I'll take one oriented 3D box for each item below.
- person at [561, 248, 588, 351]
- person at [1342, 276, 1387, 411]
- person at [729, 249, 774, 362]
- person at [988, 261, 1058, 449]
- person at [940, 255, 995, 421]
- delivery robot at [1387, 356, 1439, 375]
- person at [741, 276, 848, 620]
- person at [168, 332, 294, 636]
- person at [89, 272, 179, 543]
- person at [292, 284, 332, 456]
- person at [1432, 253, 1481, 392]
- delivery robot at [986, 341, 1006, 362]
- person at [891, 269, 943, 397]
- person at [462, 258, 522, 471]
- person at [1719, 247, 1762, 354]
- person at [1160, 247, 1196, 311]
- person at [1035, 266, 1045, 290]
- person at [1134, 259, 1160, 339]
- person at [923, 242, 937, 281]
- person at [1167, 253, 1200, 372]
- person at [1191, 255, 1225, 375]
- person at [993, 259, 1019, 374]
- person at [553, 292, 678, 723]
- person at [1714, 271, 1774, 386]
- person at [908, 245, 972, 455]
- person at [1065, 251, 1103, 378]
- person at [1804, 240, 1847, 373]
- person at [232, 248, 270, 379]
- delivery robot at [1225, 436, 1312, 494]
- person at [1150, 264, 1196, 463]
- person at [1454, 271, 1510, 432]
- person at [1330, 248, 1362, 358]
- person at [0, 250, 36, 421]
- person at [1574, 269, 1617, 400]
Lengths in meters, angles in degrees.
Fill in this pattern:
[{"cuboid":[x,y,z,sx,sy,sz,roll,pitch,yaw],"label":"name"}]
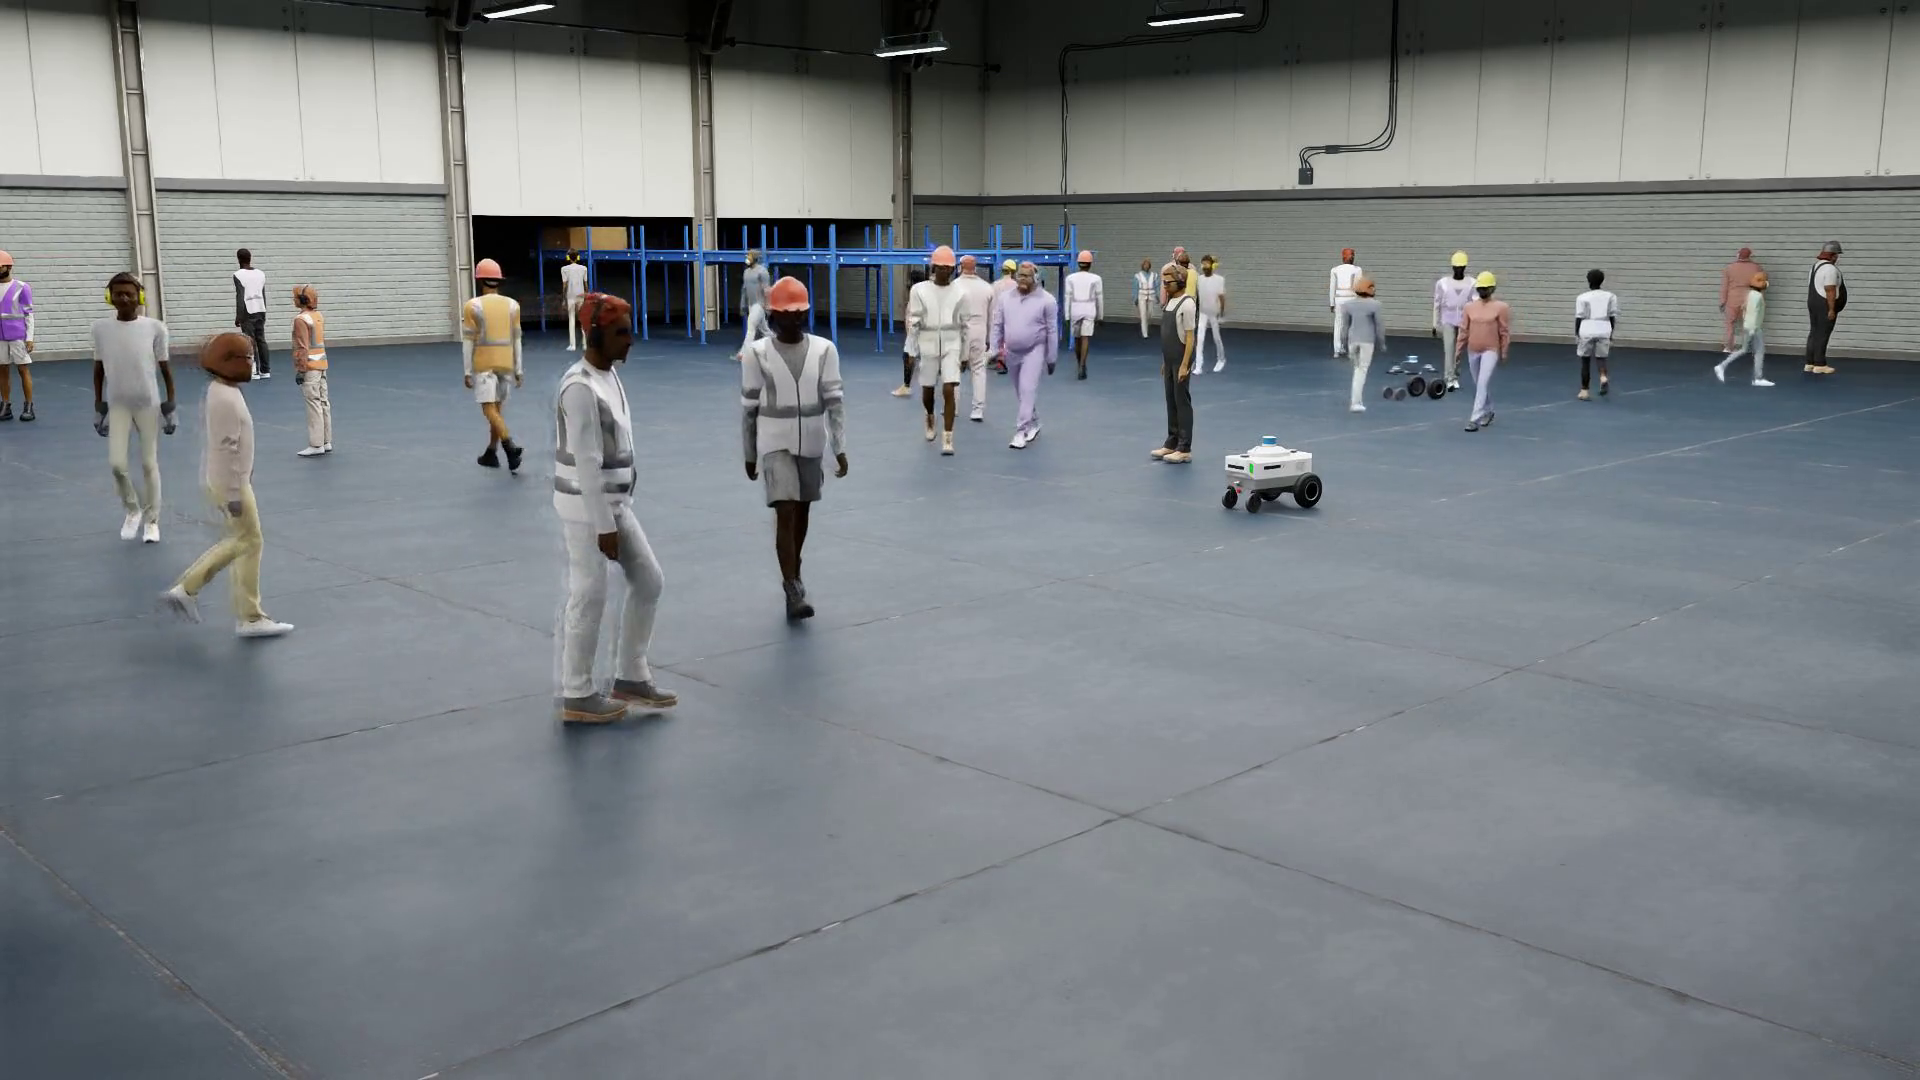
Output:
[{"cuboid":[-7.095,-4.434,30.673,0.508,1.872,0.329,-6,12,-28],"label":"person"},{"cuboid":[4.900,-2.367,20.080,0.527,1.612,0.514,-10,14,-42],"label":"person"},{"cuboid":[-3.451,-3.946,27.995,1.042,1.882,0.647,-8,13,-37],"label":"person"},{"cuboid":[0.667,-1.892,16.876,0.646,1.859,1.023,5,12,27],"label":"person"},{"cuboid":[0.060,-2.331,19.196,0.672,1.870,0.853,-4,11,-20],"label":"person"},{"cuboid":[5.914,-2.287,21.702,0.699,0.223,0.335,-4,11,-23],"label":"delivery robot"},{"cuboid":[-0.952,-0.538,9.410,0.547,1.891,1.008,-4,11,-21],"label":"person"},{"cuboid":[-3.858,-0.282,8.716,0.503,1.613,0.522,-5,12,-26],"label":"person"},{"cuboid":[-5.685,-0.905,11.453,0.552,1.861,0.445,-3,11,-17],"label":"person"},{"cuboid":[-6.264,-1.640,16.054,0.308,1.645,0.515,0,10,-2],"label":"person"},{"cuboid":[6.792,-2.977,22.736,0.604,1.870,1.036,2,11,9],"label":"person"},{"cuboid":[0.456,-3.032,26.475,0.707,0.478,0.477,-5,12,-25],"label":"delivery robot"},{"cuboid":[-0.492,-2.730,21.919,0.780,1.670,0.535,0,10,3],"label":"person"},{"cuboid":[-4.201,-1.584,15.051,0.548,1.913,0.895,-9,14,-41],"label":"person"},{"cuboid":[13.950,-4.281,29.756,0.658,1.906,0.403,4,11,21],"label":"person"},{"cuboid":[3.870,-4.242,29.526,0.642,1.909,0.399,1,10,3],"label":"person"},{"cuboid":[1.688,-5.644,37.739,0.541,1.695,0.316,-6,12,-29],"label":"person"},{"cuboid":[3.868,-5.023,34.585,0.519,1.619,0.721,-1,10,-8],"label":"person"},{"cuboid":[-0.619,-5.860,38.240,0.614,1.943,0.409,-8,13,-38],"label":"person"},{"cuboid":[3.434,-3.525,25.795,0.631,1.842,0.428,-7,13,-34],"label":"person"},{"cuboid":[3.883,-3.490,25.667,0.521,1.823,0.999,6,12,30],"label":"person"},{"cuboid":[0.706,-3.421,25.502,0.526,1.747,0.461,7,12,32],"label":"person"},{"cuboid":[-1.470,-0.125,7.184,0.653,1.864,0.598,1,10,3],"label":"person"},{"cuboid":[11.166,-3.001,23.565,0.723,1.611,0.495,3,11,14],"label":"person"},{"cuboid":[-0.194,-1.877,16.334,0.622,2.020,0.788,0,10,-1],"label":"person"},{"cuboid":[1.850,-3.374,24.875,0.562,1.890,1.000,3,11,14],"label":"person"},{"cuboid":[13.453,-3.606,25.806,0.536,2.000,0.685,1,10,6],"label":"person"},{"cuboid":[-10.467,-3.338,24.575,0.369,1.913,0.597,3,11,16],"label":"person"},{"cuboid":[2.420,-0.570,13.053,0.707,0.478,0.477,-7,13,-34],"label":"delivery robot"},{"cuboid":[2.027,-1.655,15.603,0.346,1.841,0.506,-3,11,-16],"label":"person"},{"cuboid":[5.761,-2.087,18.269,0.529,1.726,0.906,9,14,40],"label":"person"},{"cuboid":[6.708,-4.114,28.887,0.573,1.885,0.357,7,12,33],"label":"person"},{"cuboid":[-10.901,-2.339,19.059,0.543,1.939,0.360,-1,10,-4],"label":"person"},{"cuboid":[8.164,-2.639,21.373,0.543,1.682,0.470,0,10,2],"label":"person"}]
